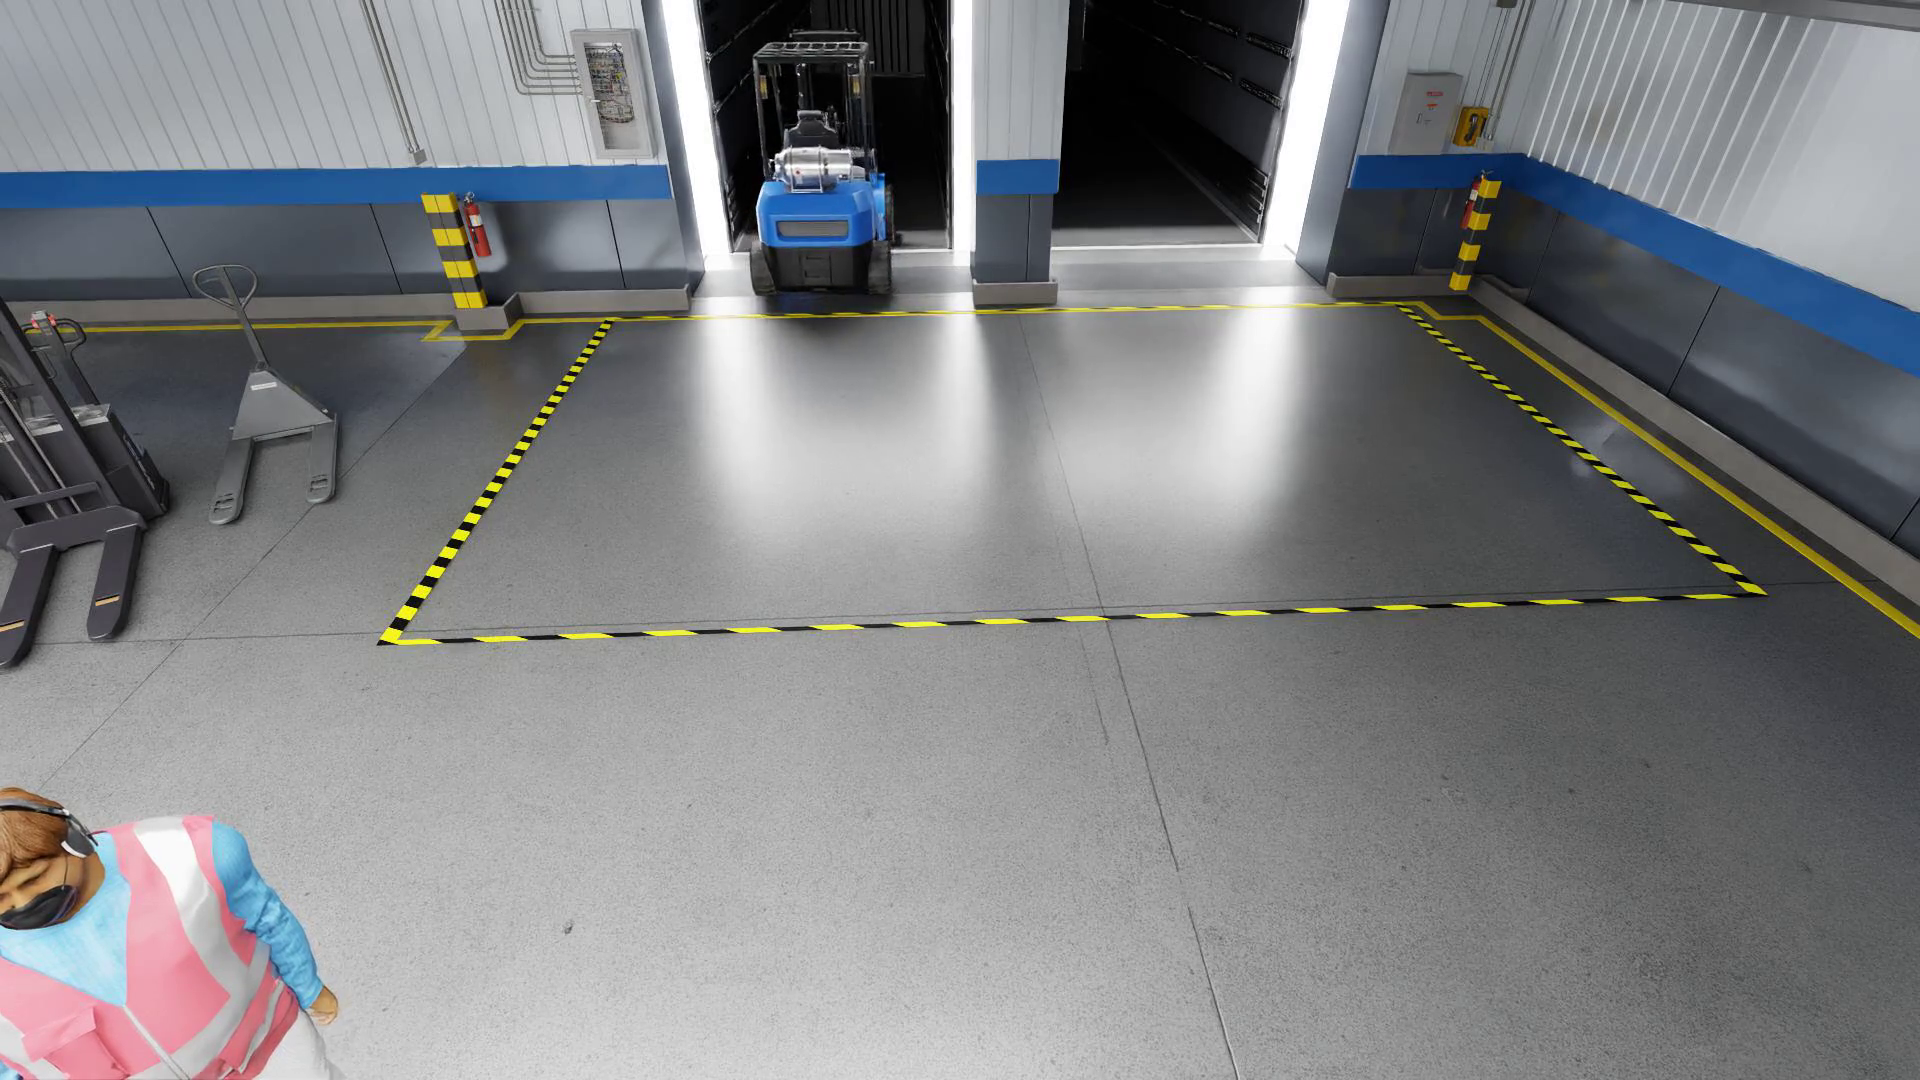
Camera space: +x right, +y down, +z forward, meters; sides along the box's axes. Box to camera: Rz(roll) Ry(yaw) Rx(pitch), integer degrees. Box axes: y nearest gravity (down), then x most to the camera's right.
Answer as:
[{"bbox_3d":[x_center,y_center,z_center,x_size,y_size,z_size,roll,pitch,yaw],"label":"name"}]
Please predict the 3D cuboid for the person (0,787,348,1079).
[{"bbox_3d":[-1.901,1.283,2.283,0.429,1.844,0.622,27,43,33],"label":"person"}]

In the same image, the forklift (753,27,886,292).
[{"bbox_3d":[-1.395,-3.940,9.336,1.157,2.036,2.680,-1,35,-1],"label":"forklift"}]

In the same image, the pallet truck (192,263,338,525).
[{"bbox_3d":[-4.778,-1.027,6.128,0.680,1.201,1.601,-17,38,-23],"label":"pallet truck"}]

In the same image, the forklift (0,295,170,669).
[{"bbox_3d":[-5.212,-0.618,4.878,0.823,1.965,1.885,-20,39,-26],"label":"forklift"}]
